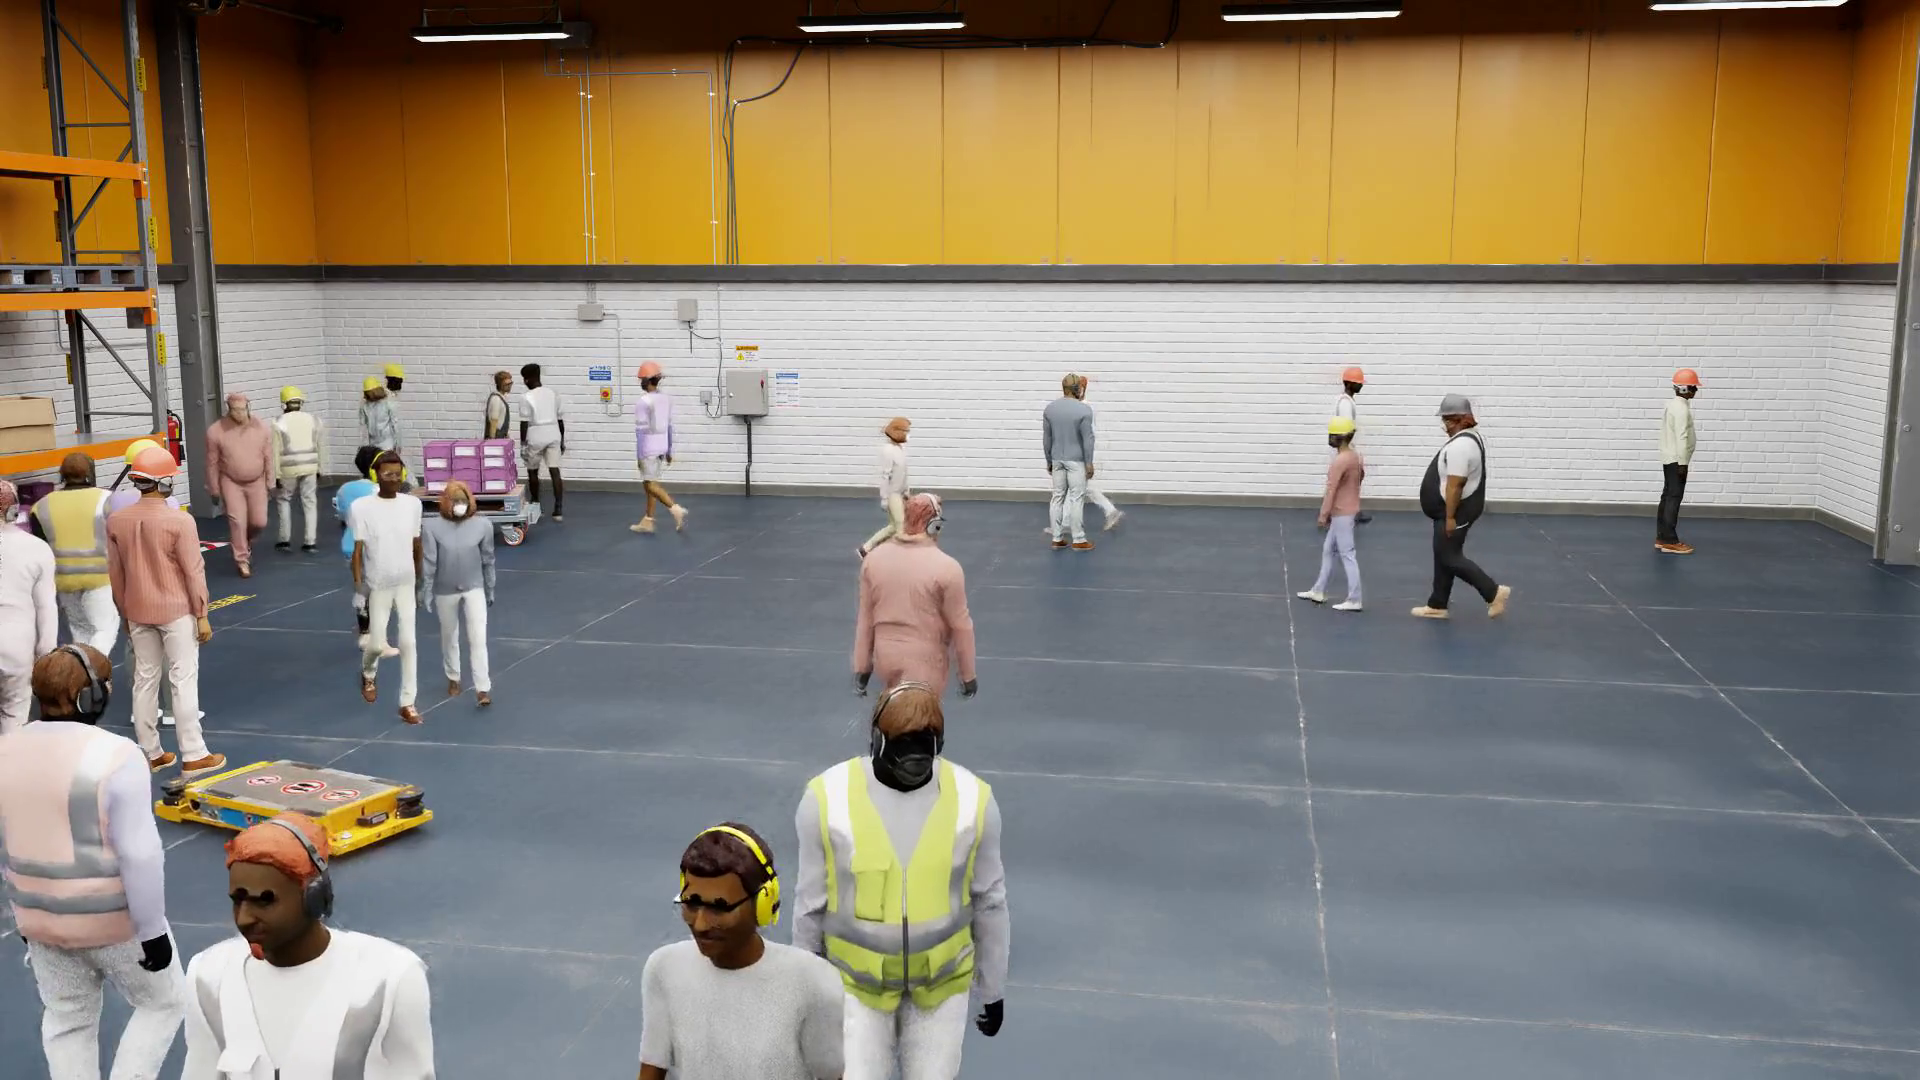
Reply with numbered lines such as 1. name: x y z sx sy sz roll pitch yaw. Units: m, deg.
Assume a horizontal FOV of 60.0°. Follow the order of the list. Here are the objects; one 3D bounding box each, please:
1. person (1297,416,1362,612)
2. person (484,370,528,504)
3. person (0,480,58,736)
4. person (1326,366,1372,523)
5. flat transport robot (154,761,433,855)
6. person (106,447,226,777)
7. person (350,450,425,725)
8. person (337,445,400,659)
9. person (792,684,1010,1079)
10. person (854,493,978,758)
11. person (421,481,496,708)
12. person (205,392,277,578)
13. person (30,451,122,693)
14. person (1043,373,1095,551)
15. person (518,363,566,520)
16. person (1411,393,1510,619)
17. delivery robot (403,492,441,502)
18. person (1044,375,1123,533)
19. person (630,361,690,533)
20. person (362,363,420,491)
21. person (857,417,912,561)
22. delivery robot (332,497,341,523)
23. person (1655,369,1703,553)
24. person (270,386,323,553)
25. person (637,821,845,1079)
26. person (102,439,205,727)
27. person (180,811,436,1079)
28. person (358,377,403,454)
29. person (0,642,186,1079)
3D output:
1. person: 3.312 -0.239 14.951 0.764 1.737 0.547 5 11 30
2. person: -5.941 -1.255 21.131 0.851 1.805 0.526 -4 10 -22
3. person: -5.404 0.607 9.328 0.648 1.875 0.831 -6 11 -31
4. person: 4.726 -1.125 19.950 0.721 1.909 0.566 2 9 13
5. flat transport robot: -3.662 1.438 9.119 1.431 0.197 0.652 5 10 27
6. person: -4.789 0.435 10.008 0.611 1.996 0.378 2 9 11
7. person: -3.889 0.300 11.289 0.524 1.855 0.699 -7 11 -37
8. person: -4.668 0.096 13.123 0.566 1.669 0.415 4 10 21
9. person: -0.171 1.323 4.999 0.656 1.831 0.429 -1 9 -9
10. person: -0.196 0.666 9.044 0.658 1.842 1.008 7 11 36
11. person: -3.513 0.375 11.667 0.509 1.584 0.875 -3 10 -20
12. person: -7.206 -0.574 16.663 0.639 1.869 0.623 -7 11 -35
13. person: -6.053 0.292 11.492 0.614 1.807 0.875 -1 9 -7
14. person: 1.190 -0.843 18.127 0.629 1.937 0.379 7 12 38
15. person: -5.179 -1.220 20.505 0.684 1.907 0.912 -7 12 -39
16. person: 4.355 -0.288 14.356 0.779 2.000 0.693 4 10 25
17. delivery robot: -6.289 -0.463 19.748 0.707 0.478 0.477 -7 12 -39
18. person: 1.454 -0.988 19.302 0.882 1.855 0.585 0 9 -3
19. person: -3.473 -1.047 19.147 0.841 2.021 0.611 5 10 26
20. person: -7.401 -1.365 21.623 1.066 1.851 0.595 1 9 5
21. person: -0.726 -0.434 16.574 0.653 1.614 0.520 3 9 15
22. delivery robot: -6.932 -0.407 19.401 0.707 0.478 0.477 -6 11 -33
23. person: 7.800 -0.862 18.055 0.386 1.992 0.626 2 9 11
24. person: -7.233 -0.770 18.054 0.610 1.811 0.630 -9 13 -43
25. person: -0.535 1.527 3.798 0.552 1.811 1.000 4 10 22
26. person: -5.414 0.289 11.126 0.589 1.927 0.386 3 10 16
27. person: -1.467 1.523 3.668 0.602 1.860 0.586 2 9 12
28. person: -7.367 -1.205 21.047 0.493 1.713 0.663 3 10 16
29. person: -2.871 1.243 5.497 0.651 1.832 0.447 2 9 14
